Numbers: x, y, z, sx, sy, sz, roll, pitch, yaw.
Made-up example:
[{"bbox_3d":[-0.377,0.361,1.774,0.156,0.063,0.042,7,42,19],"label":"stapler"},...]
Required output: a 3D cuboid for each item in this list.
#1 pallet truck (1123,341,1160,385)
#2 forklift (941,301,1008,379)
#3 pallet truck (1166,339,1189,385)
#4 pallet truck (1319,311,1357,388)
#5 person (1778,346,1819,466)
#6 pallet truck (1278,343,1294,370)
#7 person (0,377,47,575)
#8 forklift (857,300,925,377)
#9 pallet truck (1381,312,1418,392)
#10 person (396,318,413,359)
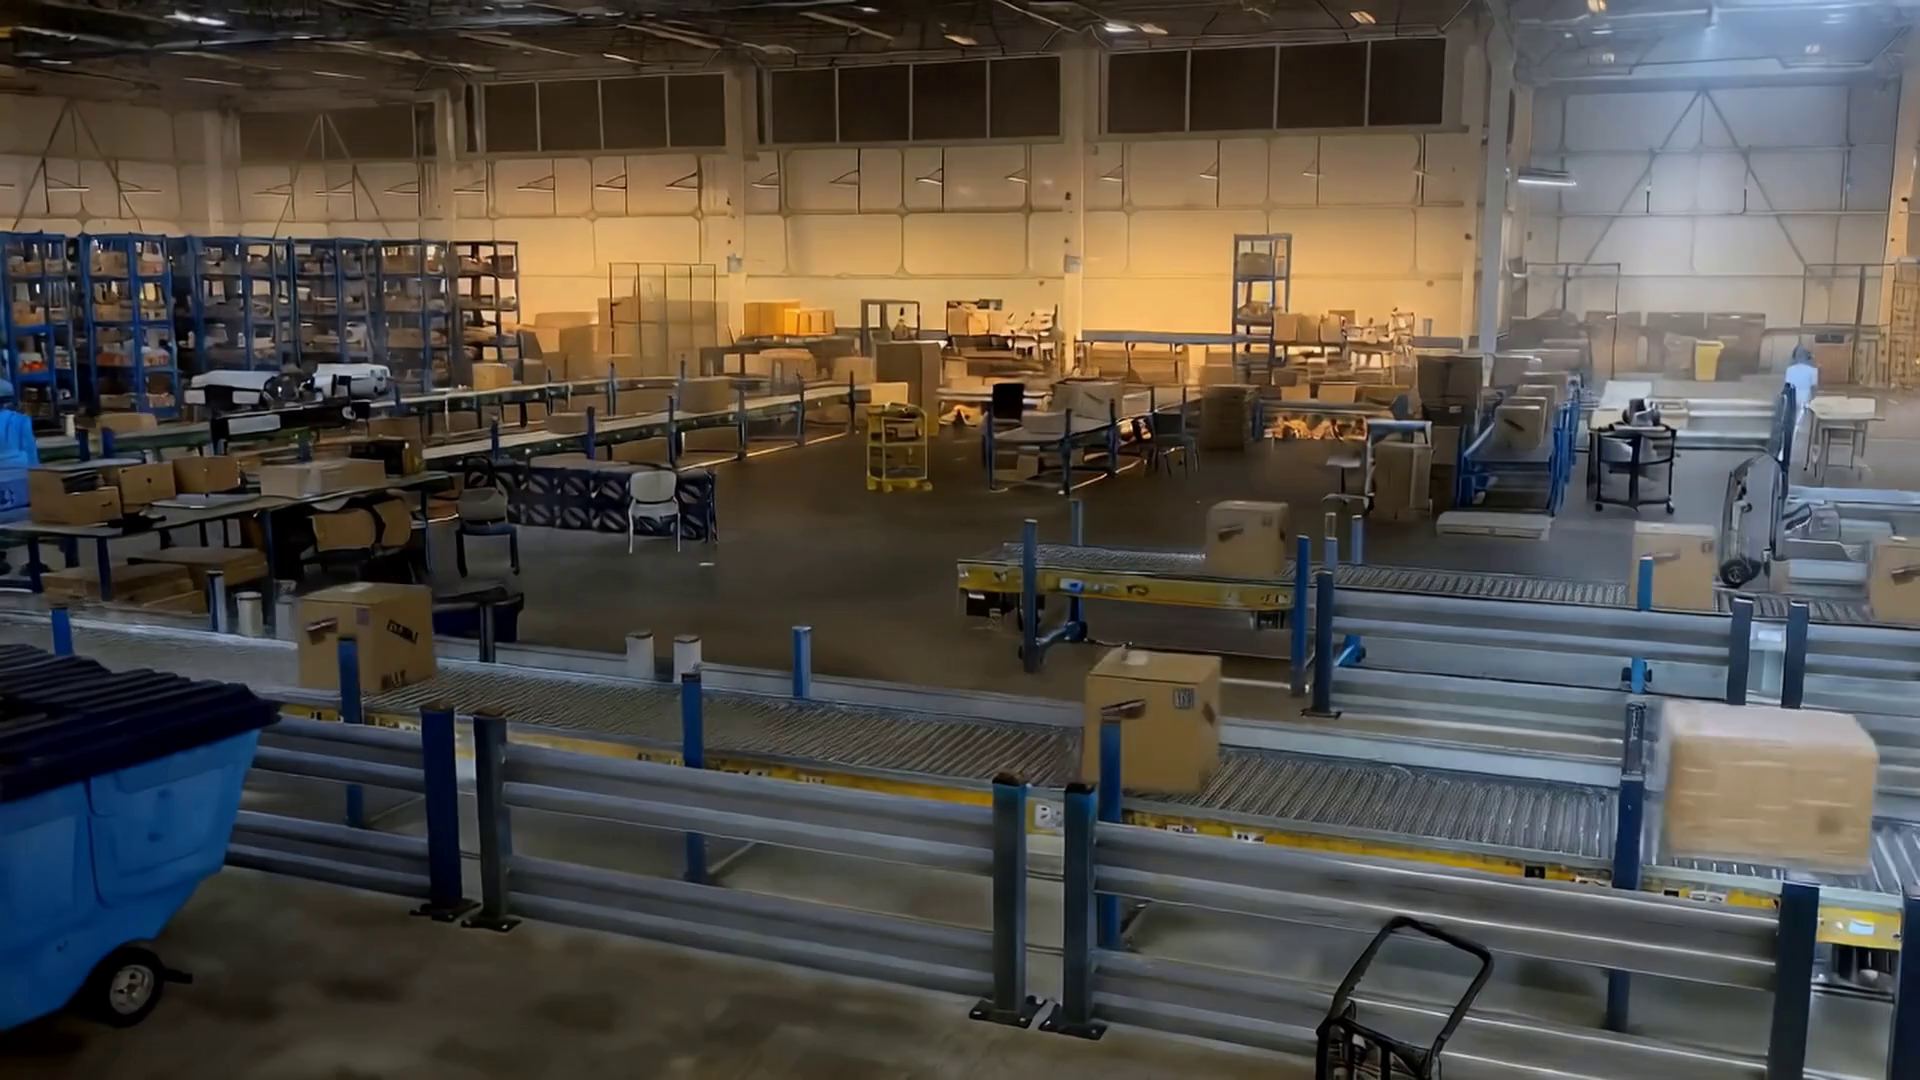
[{"bbox_3d":[4.445,-4.380,41.279,0.680,1.201,1.601,4,10,22],"label":"pallet truck"},{"bbox_3d":[0.365,-4.966,41.571,1.157,1.987,2.680,3,10,20],"label":"forklift"},{"bbox_3d":[5.418,-4.269,40.420,0.704,1.261,1.522,3,10,20],"label":"pallet truck"},{"bbox_3d":[9.071,-4.419,39.190,0.823,1.965,1.885,5,10,26],"label":"pallet truck"},{"bbox_3d":[12.812,-2.030,25.265,0.965,1.820,0.506,-5,11,-29],"label":"person"},{"bbox_3d":[7.886,-4.163,39.743,0.653,1.274,1.630,4,10,22],"label":"pallet truck"},{"bbox_3d":[-9.352,-0.622,16.327,0.602,1.949,0.390,-1,9,-7],"label":"person"},{"bbox_3d":[-1.732,-5.109,42.468,1.157,1.987,2.680,4,10,22],"label":"forklift"},{"bbox_3d":[10.207,-4.283,38.369,0.823,1.965,1.885,3,10,20],"label":"pallet truck"},{"bbox_3d":[-15.790,-5.685,47.166,0.625,1.916,1.082,-9,13,-44],"label":"person"}]
